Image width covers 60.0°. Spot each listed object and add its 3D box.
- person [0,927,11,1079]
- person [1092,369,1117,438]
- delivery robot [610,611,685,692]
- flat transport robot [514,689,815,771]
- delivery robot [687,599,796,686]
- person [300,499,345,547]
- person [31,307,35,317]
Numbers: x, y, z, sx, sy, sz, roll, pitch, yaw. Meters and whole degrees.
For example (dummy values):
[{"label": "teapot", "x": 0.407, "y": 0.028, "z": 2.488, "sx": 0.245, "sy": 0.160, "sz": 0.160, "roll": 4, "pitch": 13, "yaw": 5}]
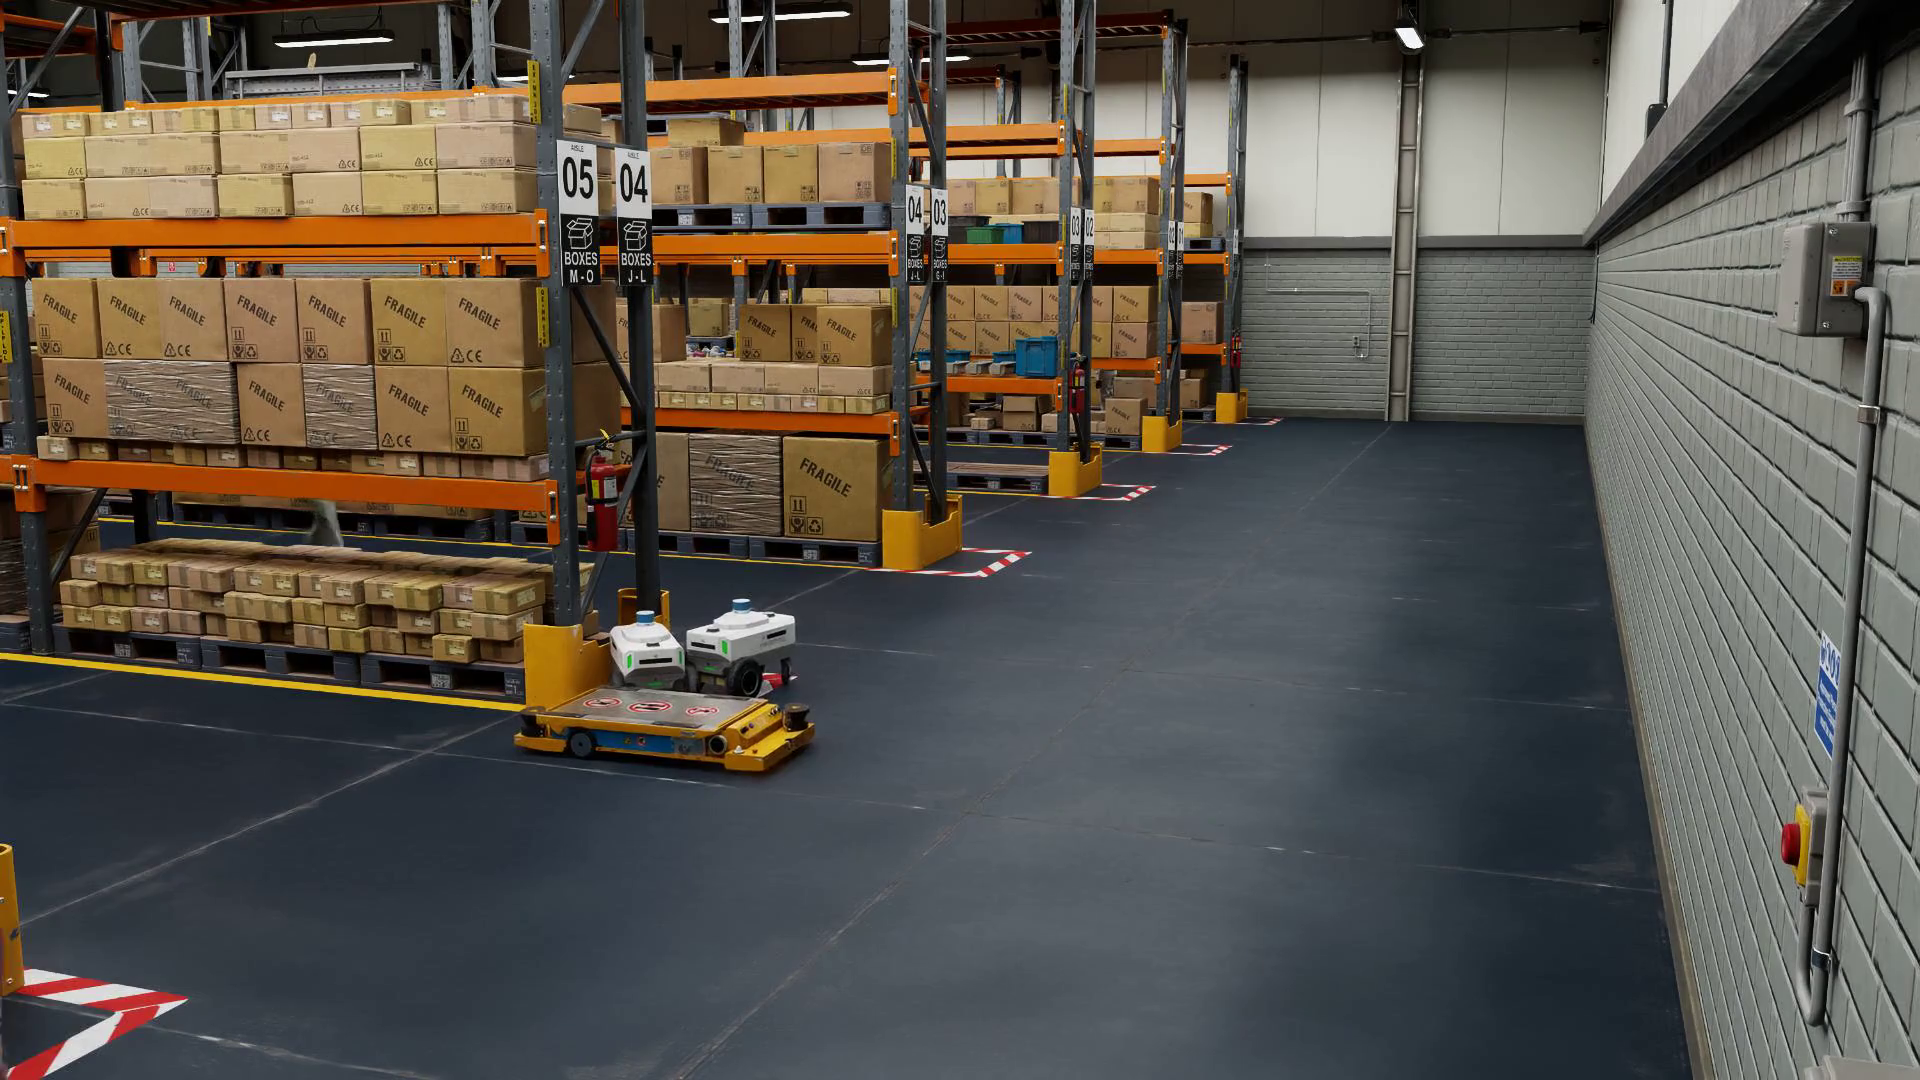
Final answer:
[{"label": "person", "x": -3.016, "y": 0.818, "z": 4.752, "sx": 0.659, "sy": 1.866, "sz": 0.746, "roll": 6, "pitch": 11, "yaw": 31}, {"label": "person", "x": 2.204, "y": -2.488, "z": 25.344, "sx": 0.355, "sy": 1.883, "sz": 0.574, "roll": 3, "pitch": 10, "yaw": 20}, {"label": "delivery robot", "x": -1.808, "y": 0.651, "z": 9.590, "sx": 0.477, "sy": 0.478, "sz": 0.707, "roll": -3, "pitch": 10, "yaw": -19}, {"label": "flat transport robot", "x": -1.550, "y": 0.974, "z": 8.749, "sx": 1.431, "sy": 0.197, "sz": 0.652, "roll": 3, "pitch": 10, "yaw": 18}, {"label": "delivery robot", "x": -1.301, "y": 0.595, "z": 9.935, "sx": 0.477, "sy": 0.478, "sz": 0.707, "roll": 6, "pitch": 11, "yaw": 32}, {"label": "person", "x": -5.068, "y": -0.478, "z": 13.369, "sx": 0.891, "sy": 1.695, "sz": 0.504, "roll": 5, "pitch": 10, "yaw": 29}, {"label": "person", "x": -17.704, "y": -3.573, "z": 32.103, "sx": 0.355, "sy": 1.887, "sz": 0.574, "roll": 1, "pitch": 9, "yaw": 7}]
